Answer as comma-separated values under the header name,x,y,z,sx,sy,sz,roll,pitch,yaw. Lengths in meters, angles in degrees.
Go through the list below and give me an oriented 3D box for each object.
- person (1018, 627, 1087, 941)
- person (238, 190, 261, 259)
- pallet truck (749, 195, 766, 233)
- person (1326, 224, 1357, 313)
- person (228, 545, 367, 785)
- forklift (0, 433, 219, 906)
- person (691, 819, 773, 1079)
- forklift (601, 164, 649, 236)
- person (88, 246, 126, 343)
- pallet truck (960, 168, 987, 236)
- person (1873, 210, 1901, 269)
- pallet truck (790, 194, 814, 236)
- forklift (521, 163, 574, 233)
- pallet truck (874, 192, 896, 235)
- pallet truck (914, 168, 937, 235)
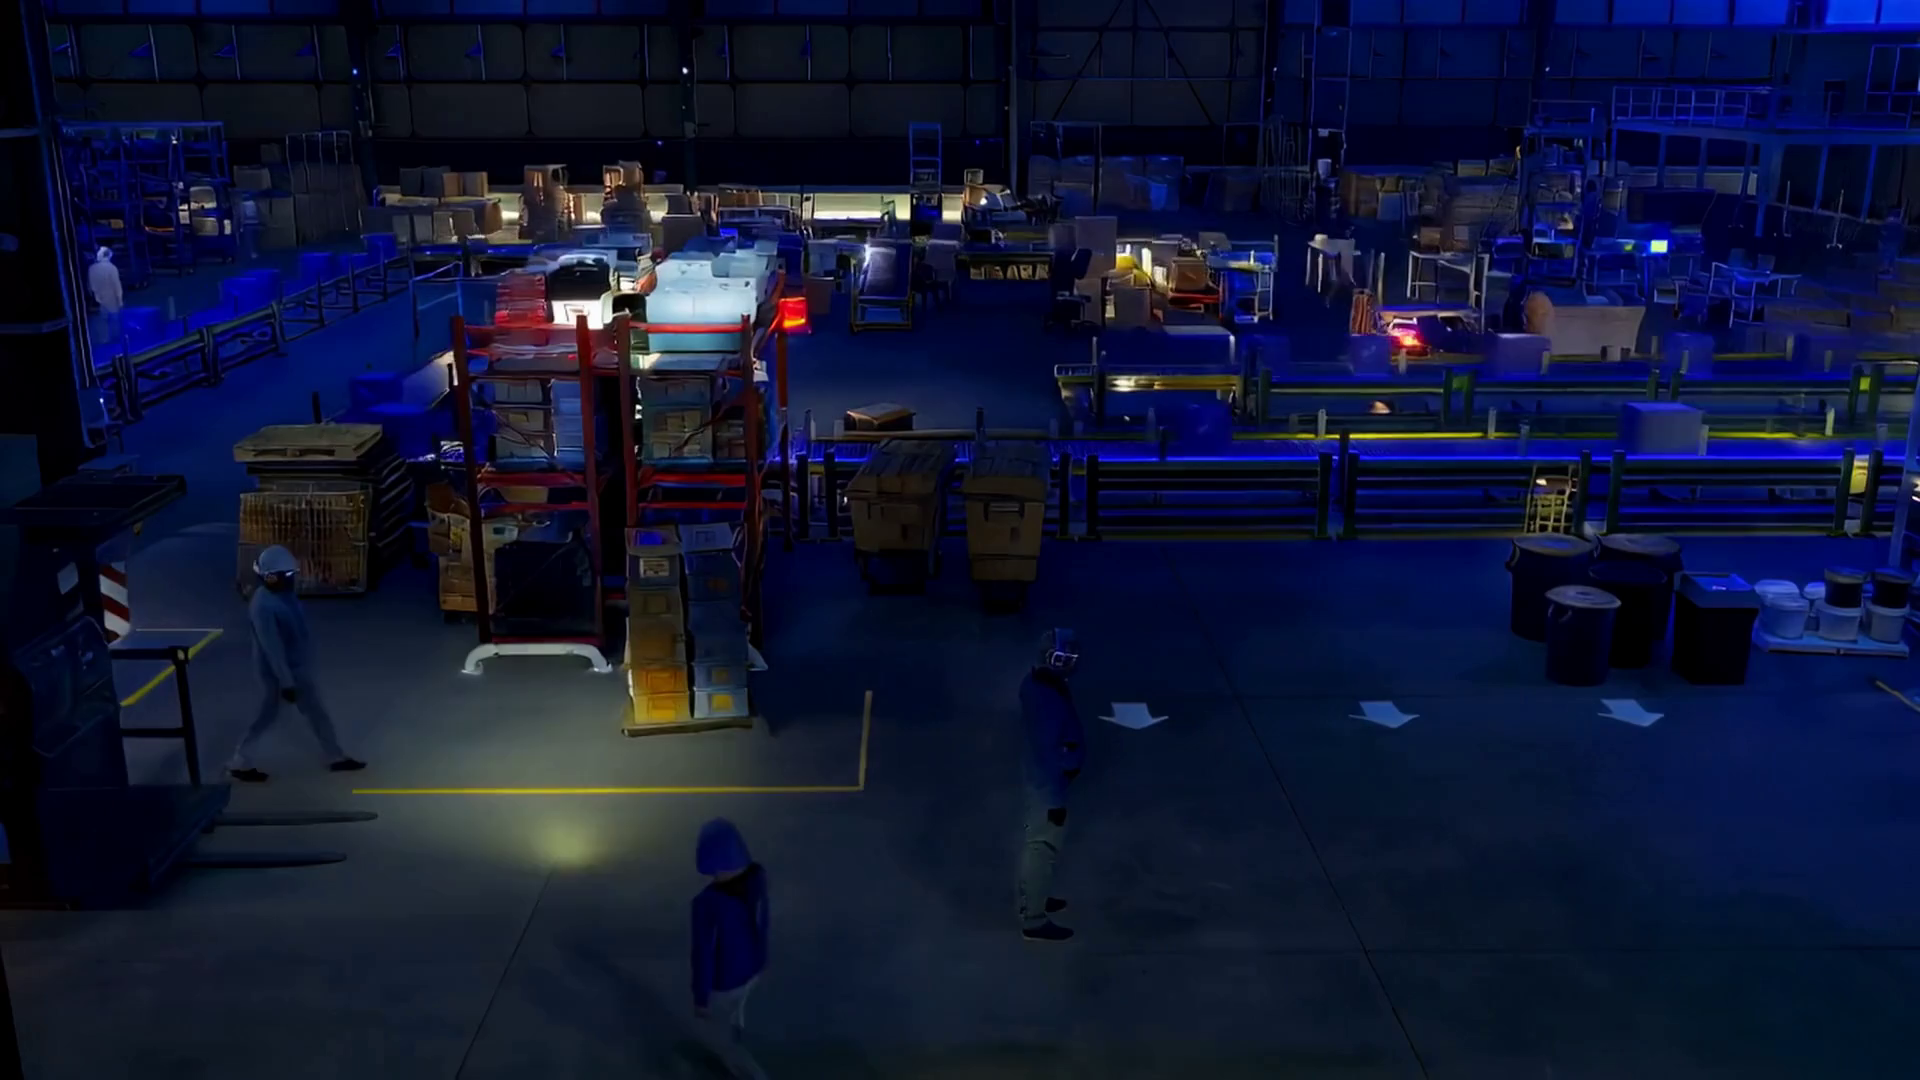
name,x,y,z,sx,sy,sz,roll,pitch,yaw
person,0.549,1.432,9.857,0.396,1.901,0.643,-1,16,-5
person,-18.736,-8.318,43.889,0.599,1.821,0.419,-13,20,-38
pallet truck,-6.051,-9.967,50.660,0.680,1.201,1.601,0,16,-1
person,7.987,-5.656,34.597,0.507,1.842,0.881,-6,17,-20
person,-4.873,0.900,11.907,0.940,1.787,0.615,-1,16,-3
forklift,-5.952,0.780,10.366,1.873,2.768,1.129,0,16,-1
person,-1.047,2.114,7.998,0.635,1.612,0.500,10,19,32
forklift,-9.948,-10.127,49.296,1.157,1.987,2.680,-1,16,-3
person,-15.173,-4.291,29.718,0.641,1.913,0.407,5,17,18
pallet truck,0.383,-10.230,50.206,0.823,1.965,1.885,-1,16,-3
person,21.504,-6.777,38.625,0.551,1.752,0.376,12,20,35
pallet truck,-4.814,-9.883,50.259,0.704,1.261,1.522,-1,16,-3
forklift,-12.233,-10.122,49.298,1.157,1.987,2.680,0,16,-1
pallet truck,-2.277,-9.986,50.594,0.653,1.274,1.630,0,16,-1
pallet truck,-0.989,-10.316,50.507,0.823,1.965,1.885,1,16,3
